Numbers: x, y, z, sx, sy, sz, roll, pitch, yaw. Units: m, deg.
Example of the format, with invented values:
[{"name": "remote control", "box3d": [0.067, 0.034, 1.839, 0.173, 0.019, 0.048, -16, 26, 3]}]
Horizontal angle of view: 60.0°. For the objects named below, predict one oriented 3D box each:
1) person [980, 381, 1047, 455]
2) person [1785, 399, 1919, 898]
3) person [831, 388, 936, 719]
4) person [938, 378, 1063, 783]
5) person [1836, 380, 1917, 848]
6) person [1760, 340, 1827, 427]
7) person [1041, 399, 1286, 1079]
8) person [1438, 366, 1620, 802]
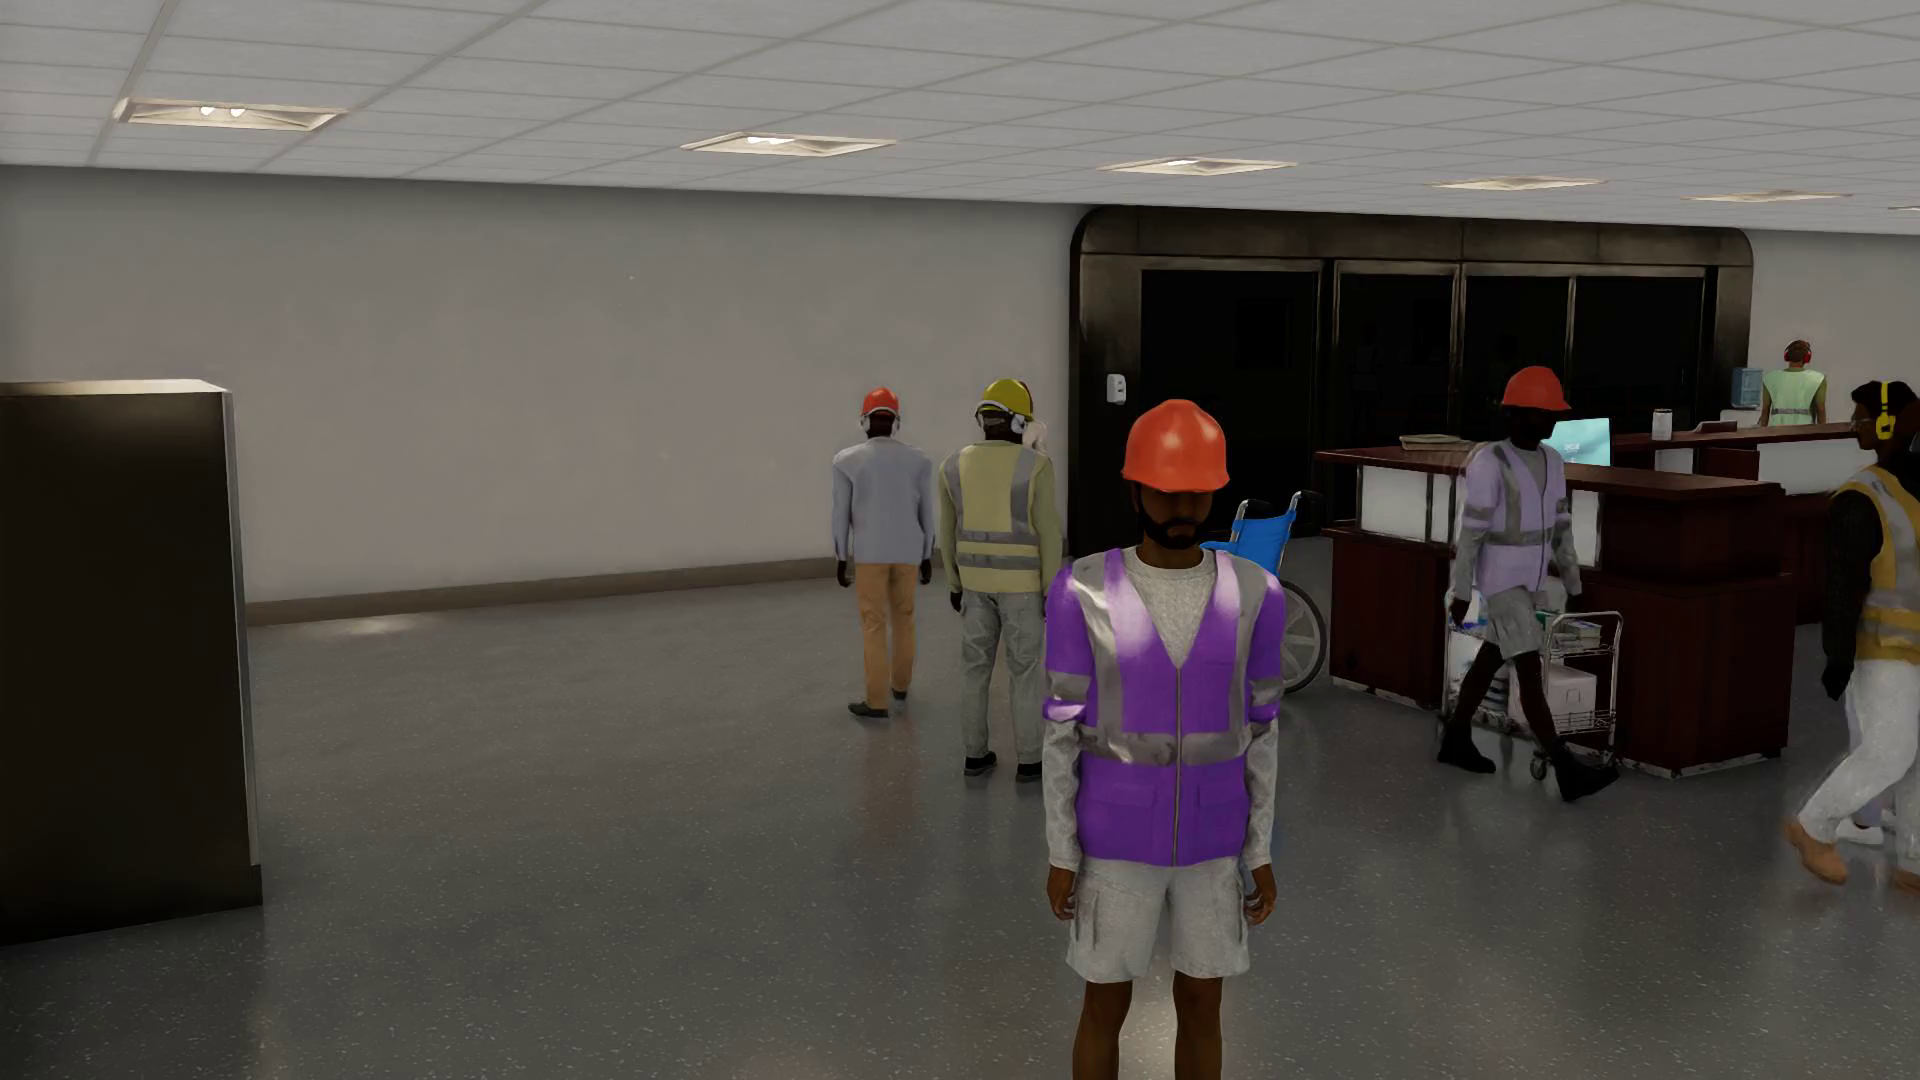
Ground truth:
[{"name": "person", "box3d": [0.391, -0.341, 12.057, 0.504, 1.627, 0.285, -1, 8, -8]}, {"name": "person", "box3d": [3.405, 0.403, 5.974, 0.654, 1.816, 0.513, -4, 9, -25]}, {"name": "person", "box3d": [-0.411, 0.062, 8.821, 0.562, 1.715, 0.607, -3, 9, -23]}, {"name": "person", "box3d": [0.202, 0.184, 7.536, 0.586, 1.822, 0.403, 4, 9, 28]}, {"name": "person", "box3d": [3.674, 0.294, 6.623, 0.530, 1.855, 0.335, -5, 9, -33]}, {"name": "person", "box3d": [7.999, -0.996, 15.990, 0.570, 1.845, 0.383, 5, 9, 34]}, {"name": "person", "box3d": [0.454, 0.656, 3.697, 0.544, 1.939, 0.353, -1, 8, -6]}, {"name": "person", "box3d": [2.518, 0.181, 7.348, 0.569, 1.874, 1.027, -6, 10, -36]}]
